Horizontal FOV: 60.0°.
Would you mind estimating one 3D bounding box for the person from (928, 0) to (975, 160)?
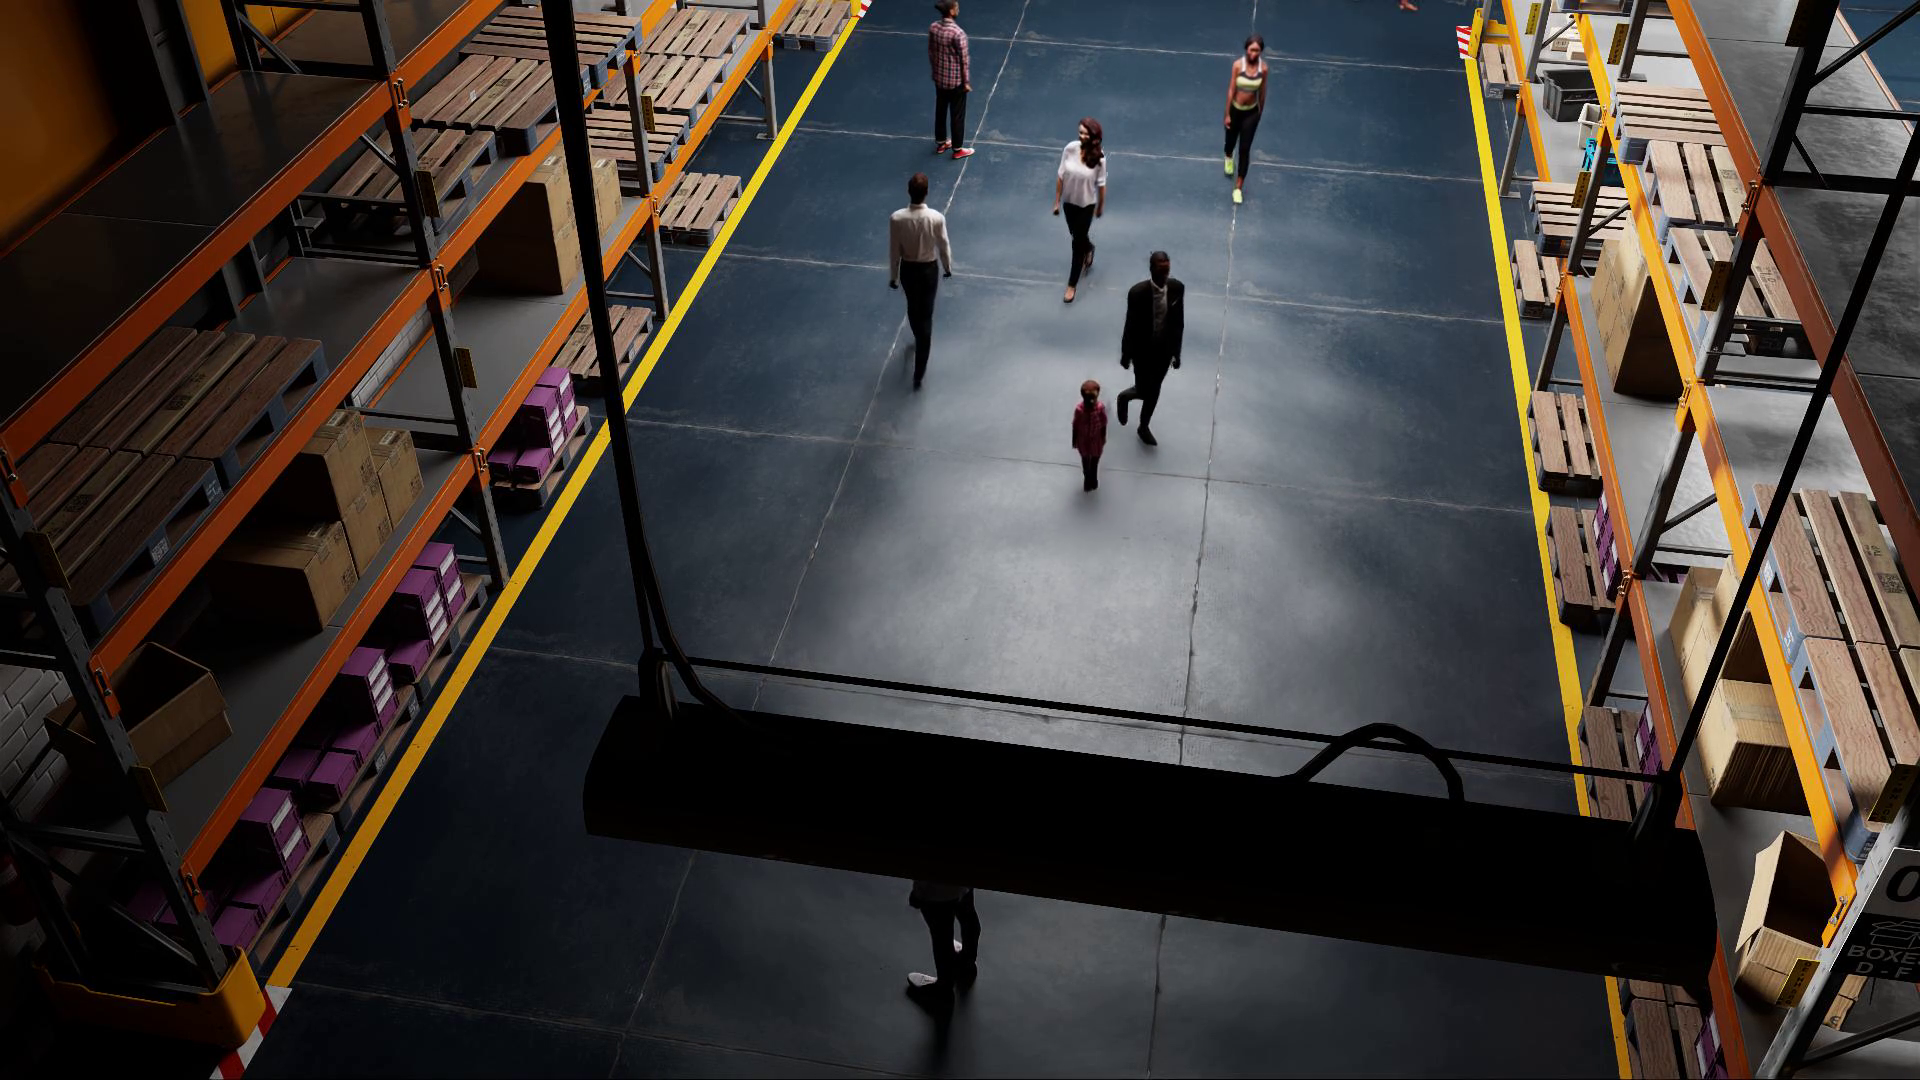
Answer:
[{"bbox_3d":[-0.105,-5.030,18.089,0.781,1.761,0.776,28,46,31],"label":"person"}]

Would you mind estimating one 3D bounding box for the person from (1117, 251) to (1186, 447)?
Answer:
[{"bbox_3d":[1.549,-1.629,13.807,0.855,1.790,0.922,-13,40,-16],"label":"person"}]

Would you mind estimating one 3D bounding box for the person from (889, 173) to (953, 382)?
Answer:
[{"bbox_3d":[-0.359,-2.270,14.585,0.764,1.821,1.235,3,39,4],"label":"person"}]

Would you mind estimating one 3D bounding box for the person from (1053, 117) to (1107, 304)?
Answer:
[{"bbox_3d":[1.167,-3.194,15.795,0.869,1.754,1.199,20,43,23],"label":"person"}]

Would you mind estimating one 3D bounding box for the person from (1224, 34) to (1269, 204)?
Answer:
[{"bbox_3d":[2.943,-4.473,17.415,0.606,1.731,1.080,3,39,4],"label":"person"}]

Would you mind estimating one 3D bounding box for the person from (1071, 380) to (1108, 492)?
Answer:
[{"bbox_3d":[1.060,-0.877,13.487,0.448,1.015,0.432,4,39,5],"label":"person"}]
